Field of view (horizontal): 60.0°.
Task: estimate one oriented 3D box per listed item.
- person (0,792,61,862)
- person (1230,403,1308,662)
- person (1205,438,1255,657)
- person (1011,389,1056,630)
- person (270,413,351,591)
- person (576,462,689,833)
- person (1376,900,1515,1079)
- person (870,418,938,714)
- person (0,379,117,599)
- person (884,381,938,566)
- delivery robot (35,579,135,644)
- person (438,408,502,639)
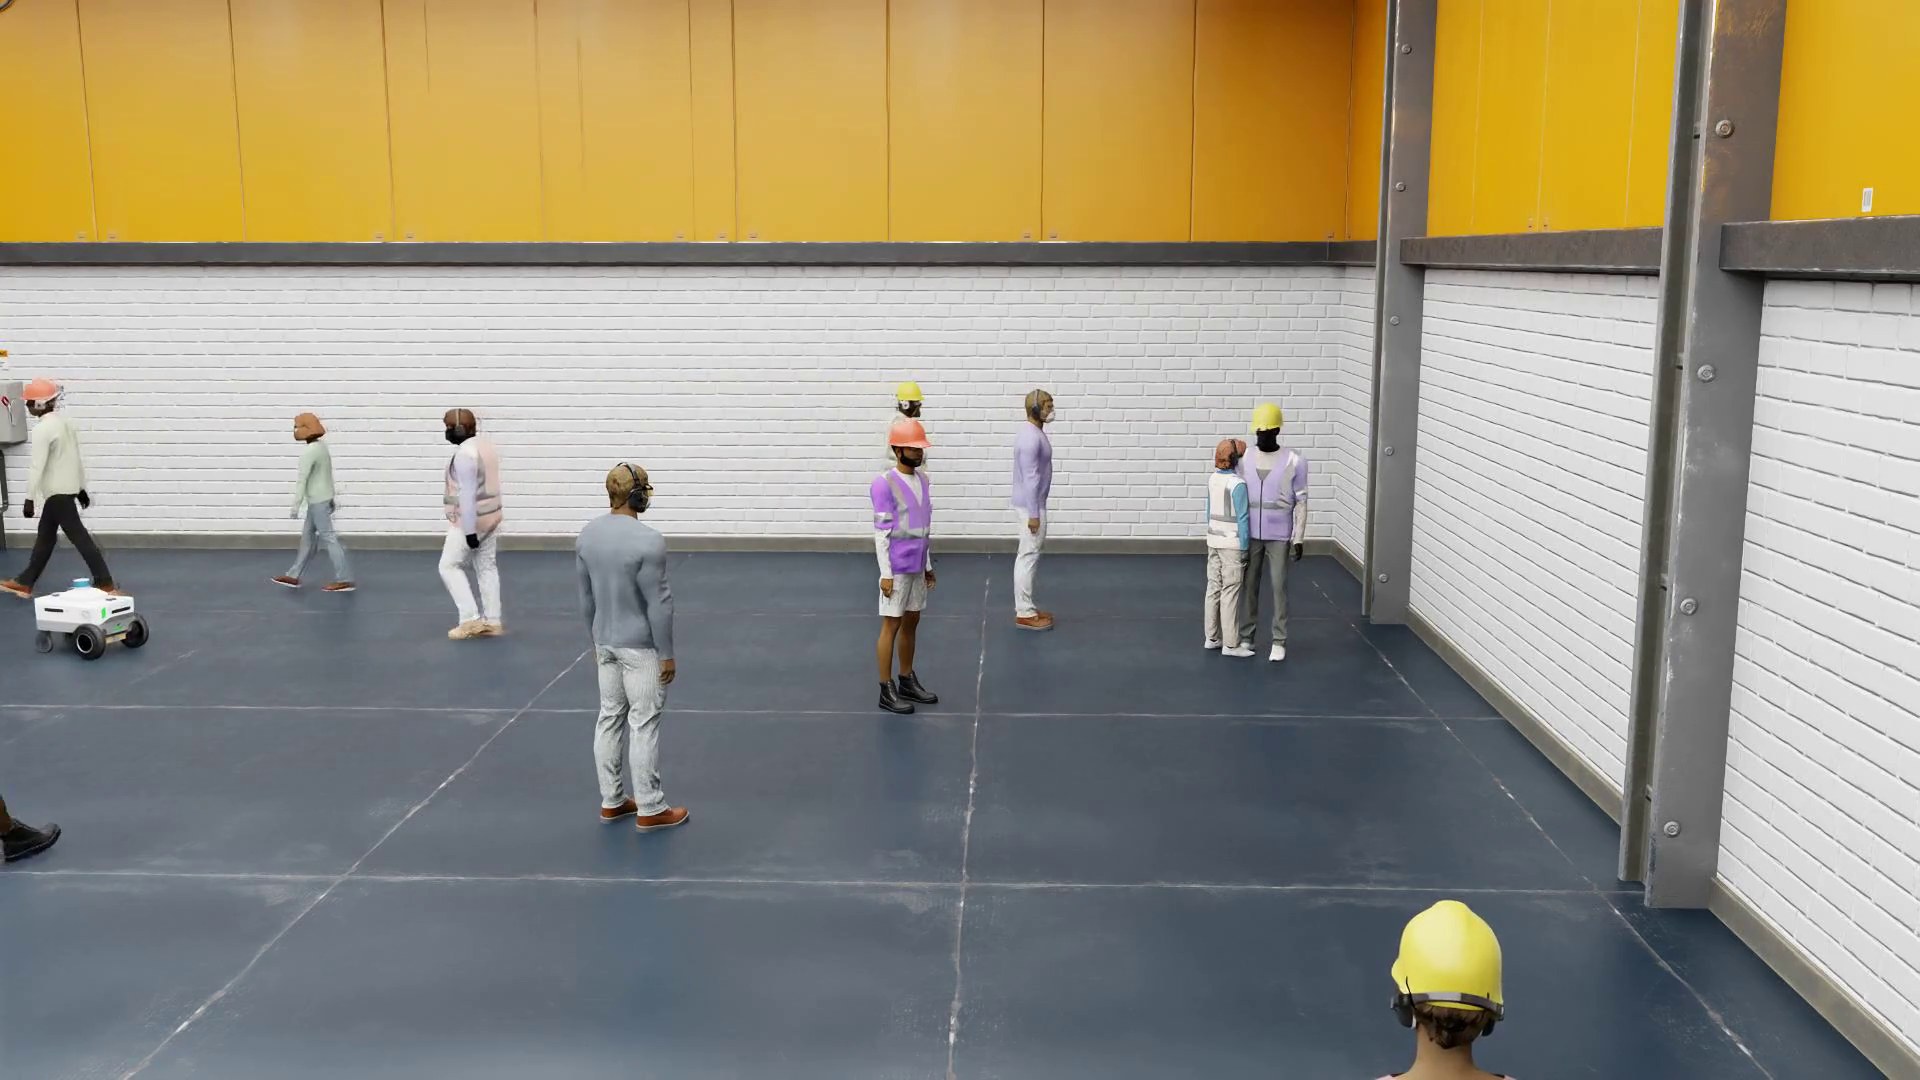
[{"bbox_3d":[-4.885,0.715,7.916,0.561,1.884,0.980,5,11,27],"label":"person"},{"bbox_3d":[2.262,-0.058,12.316,0.594,1.922,0.385,5,11,29],"label":"person"},{"bbox_3d":[2.012,0.057,12.483,0.307,1.639,0.514,-4,10,-22],"label":"person"},{"bbox_3d":[0.589,-0.255,13.428,0.352,1.937,0.635,1,10,3],"label":"person"},{"bbox_3d":[-5.841,-0.319,14.811,0.801,1.578,0.526,-1,10,-4],"label":"person"},{"bbox_3d":[-1.717,0.556,8.684,0.629,1.940,0.373,7,12,36],"label":"person"},{"bbox_3d":[0.930,1.567,3.268,0.523,1.769,0.319,0,10,2],"label":"person"},{"bbox_3d":[-0.346,0.163,10.985,0.361,1.939,0.542,6,12,33],"label":"person"},{"bbox_3d":[-7.906,-0.426,14.433,1.041,1.932,0.627,-2,10,-10],"label":"person"},{"bbox_3d":[-0.422,-0.601,15.821,0.618,1.809,0.616,1,10,5],"label":"person"},{"bbox_3d":[-6.619,0.536,12.574,0.707,0.478,0.477,3,10,18],"label":"delivery robot"},{"bbox_3d":[-3.853,-0.127,13.026,0.517,1.820,0.617,1,10,8],"label":"person"}]
